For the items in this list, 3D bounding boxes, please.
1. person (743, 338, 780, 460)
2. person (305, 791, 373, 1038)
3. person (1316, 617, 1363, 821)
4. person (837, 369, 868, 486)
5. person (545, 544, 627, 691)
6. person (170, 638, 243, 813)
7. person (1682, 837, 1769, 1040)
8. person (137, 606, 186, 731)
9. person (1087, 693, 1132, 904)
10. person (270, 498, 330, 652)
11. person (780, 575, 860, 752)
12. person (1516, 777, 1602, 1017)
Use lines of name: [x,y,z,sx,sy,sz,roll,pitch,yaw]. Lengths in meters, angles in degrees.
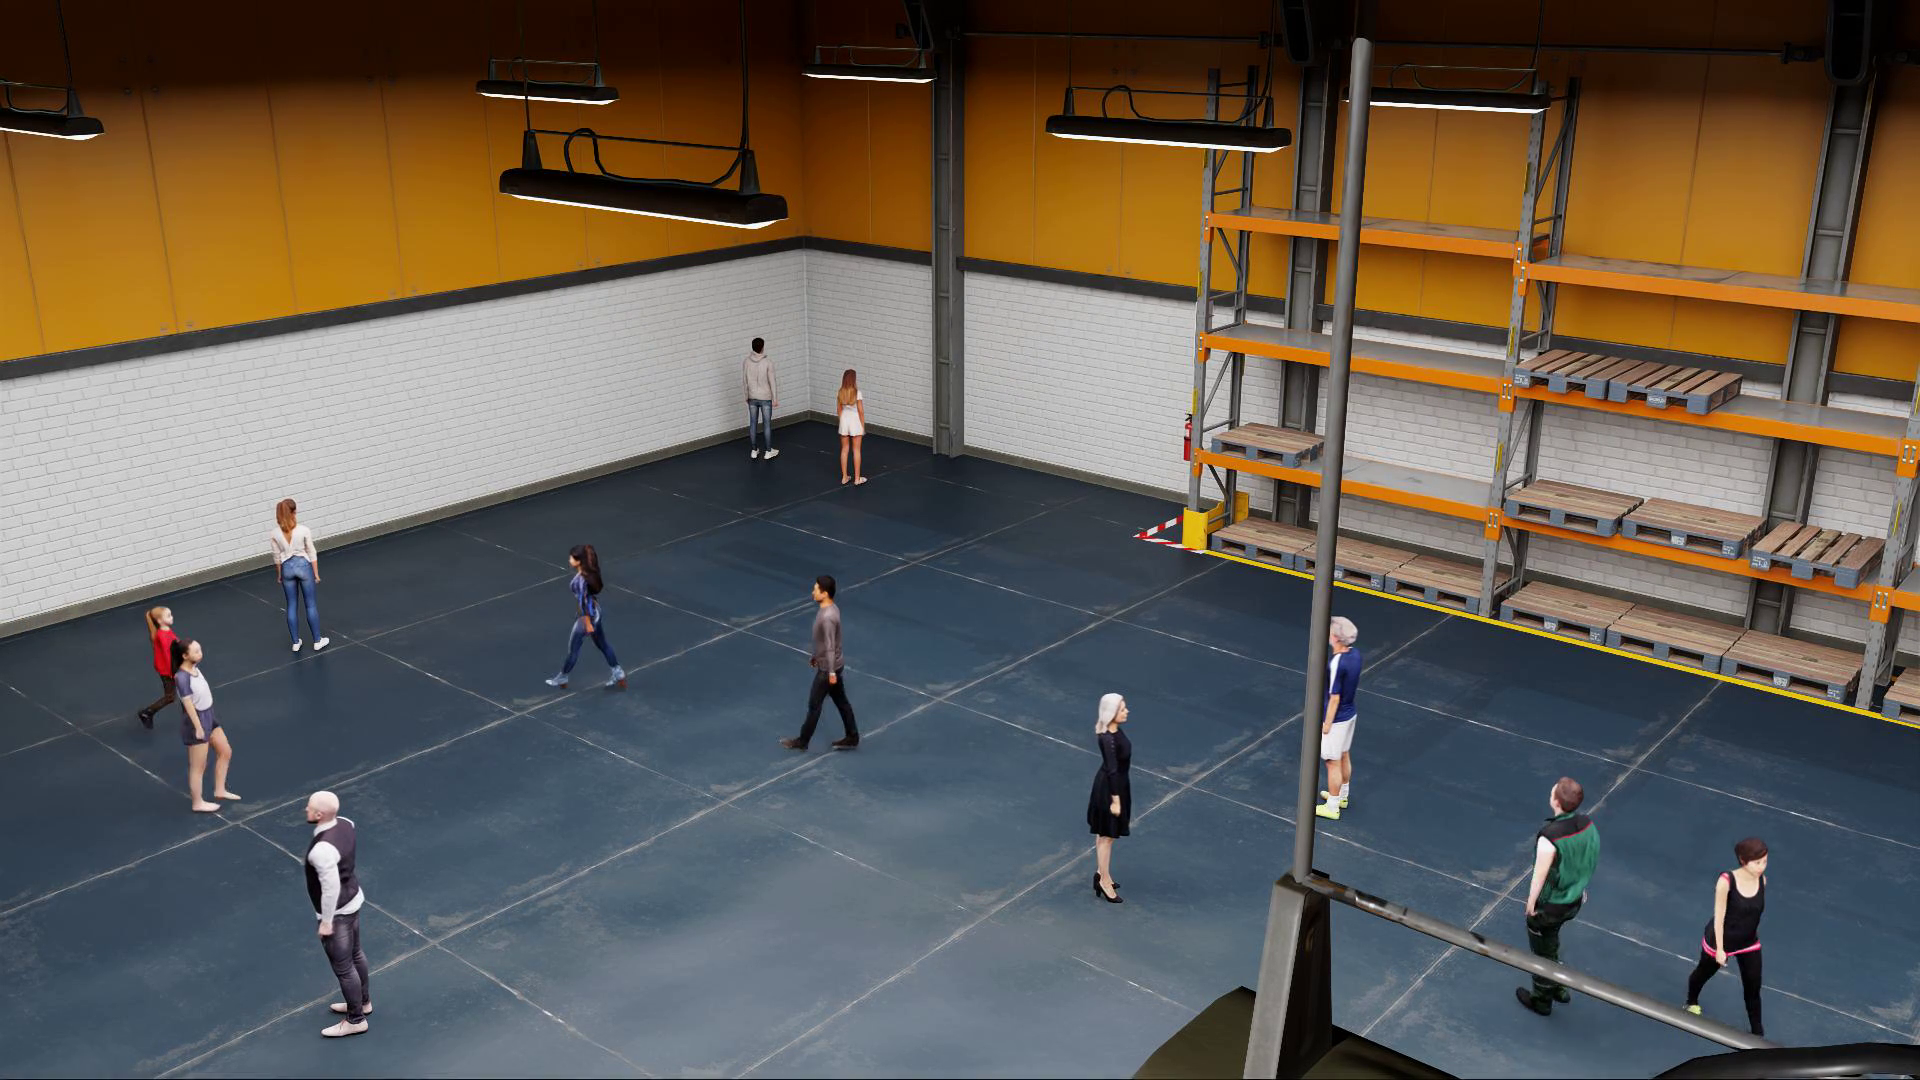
person: [-3.082,-2.185,25.499,0.685,1.851,0.820,4,19,11]
person: [-4.292,2.553,11.473,0.836,1.824,0.770,-2,19,-6]
person: [3.295,1.531,14.485,0.576,1.838,0.654,12,22,32]
person: [-1.590,-1.652,24.158,0.582,1.697,0.693,8,20,21]
person: [-3.721,0.823,17.012,1.124,1.568,1.041,-1,19,-2]
person: [-6.739,1.625,14.520,0.811,1.639,0.746,-3,19,-8]
person: [5.266,2.713,11.478,0.931,1.518,1.041,-3,19,-9]
person: [-7.736,1.266,16.167,0.837,1.267,0.836,-5,19,-15]
person: [1.200,2.020,13.178,0.738,1.747,0.699,1,19,3]
person: [-7.218,0.373,18.111,0.681,1.720,0.741,-1,19,-4]
person: [-1.142,1.187,15.660,1.042,1.742,1.114,11,22,30]
person: [4.197,2.514,11.569,0.747,1.837,0.762,-10,21,-28]
